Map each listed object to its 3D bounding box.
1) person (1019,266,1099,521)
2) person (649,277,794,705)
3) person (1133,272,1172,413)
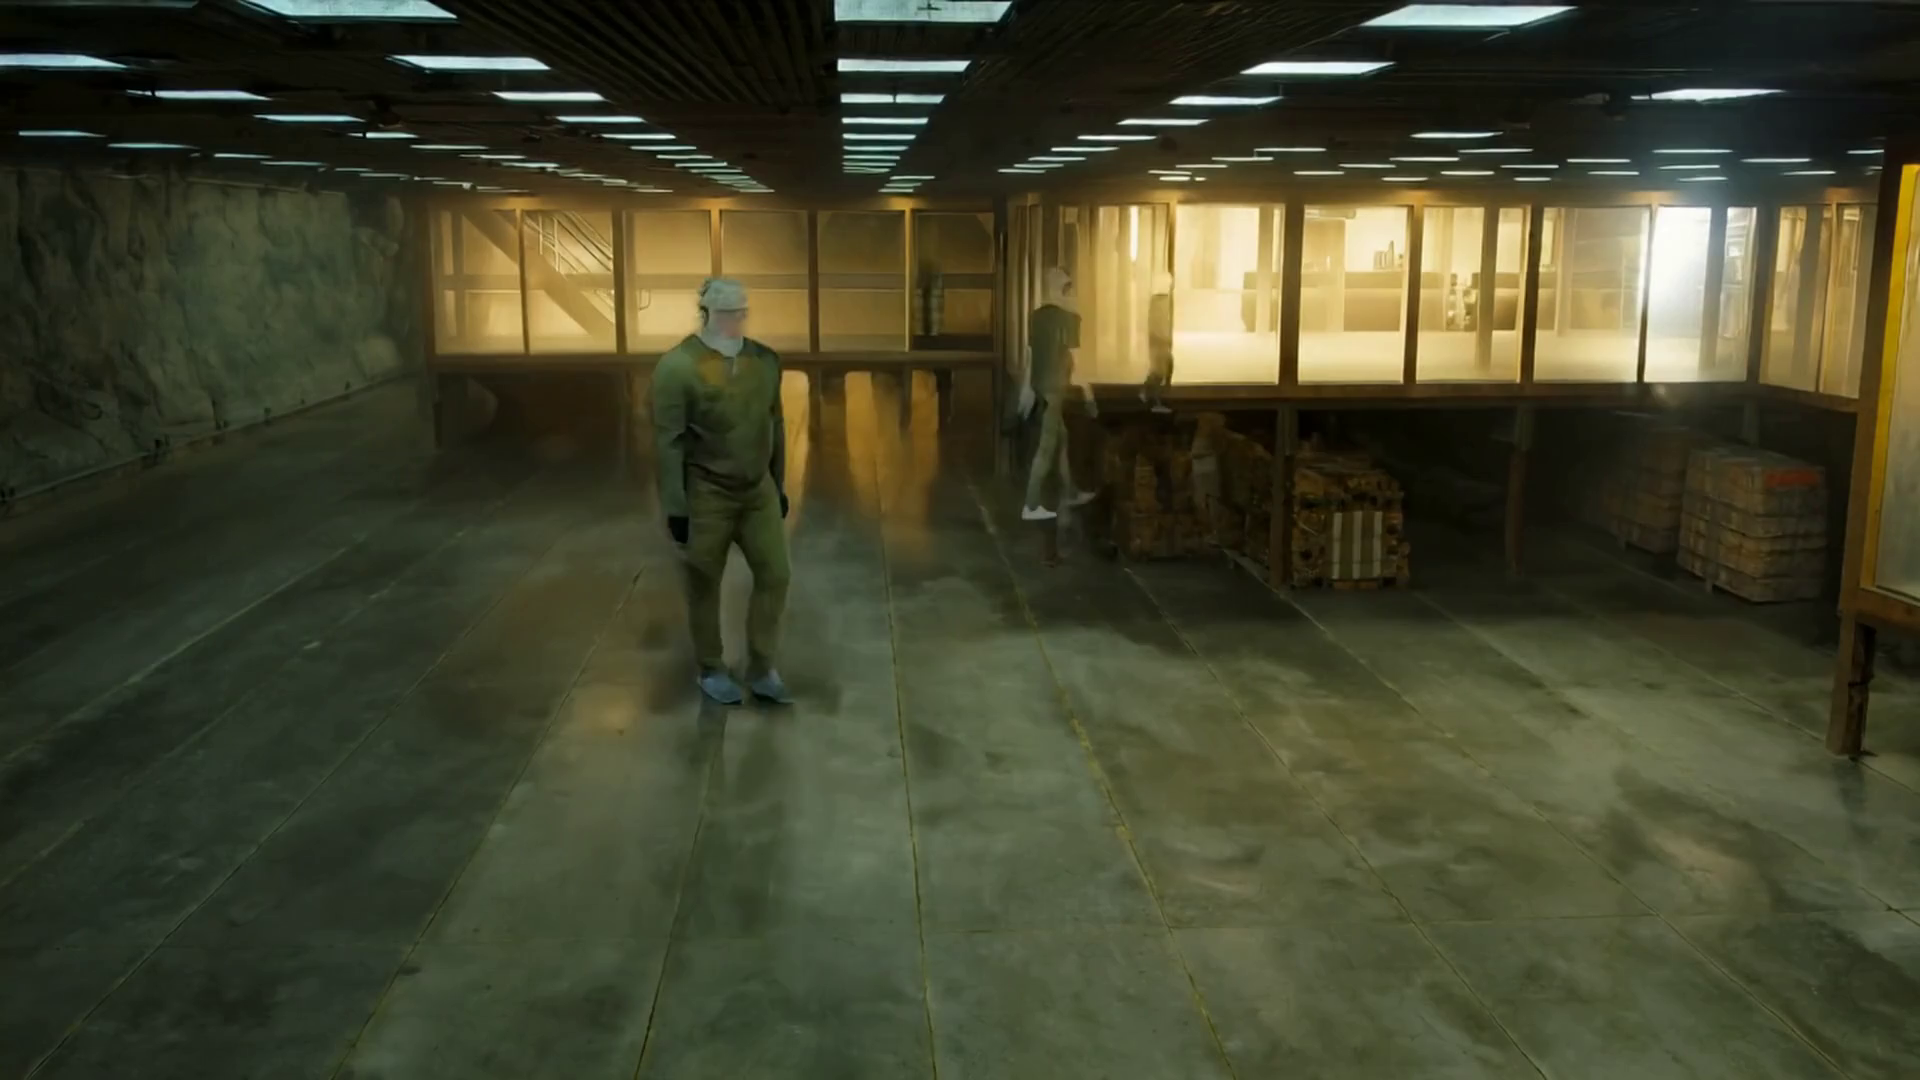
[{"bbox_3d":[0.777,-1.065,12.129,0.888,1.833,0.524,-7,12,-32],"label":"person"},{"bbox_3d":[-0.985,-0.189,7.246,0.680,1.885,0.625,-8,13,-36],"label":"person"},{"bbox_3d":[2.277,-2.276,19.222,0.406,1.618,0.518,1,11,5],"label":"person"}]
